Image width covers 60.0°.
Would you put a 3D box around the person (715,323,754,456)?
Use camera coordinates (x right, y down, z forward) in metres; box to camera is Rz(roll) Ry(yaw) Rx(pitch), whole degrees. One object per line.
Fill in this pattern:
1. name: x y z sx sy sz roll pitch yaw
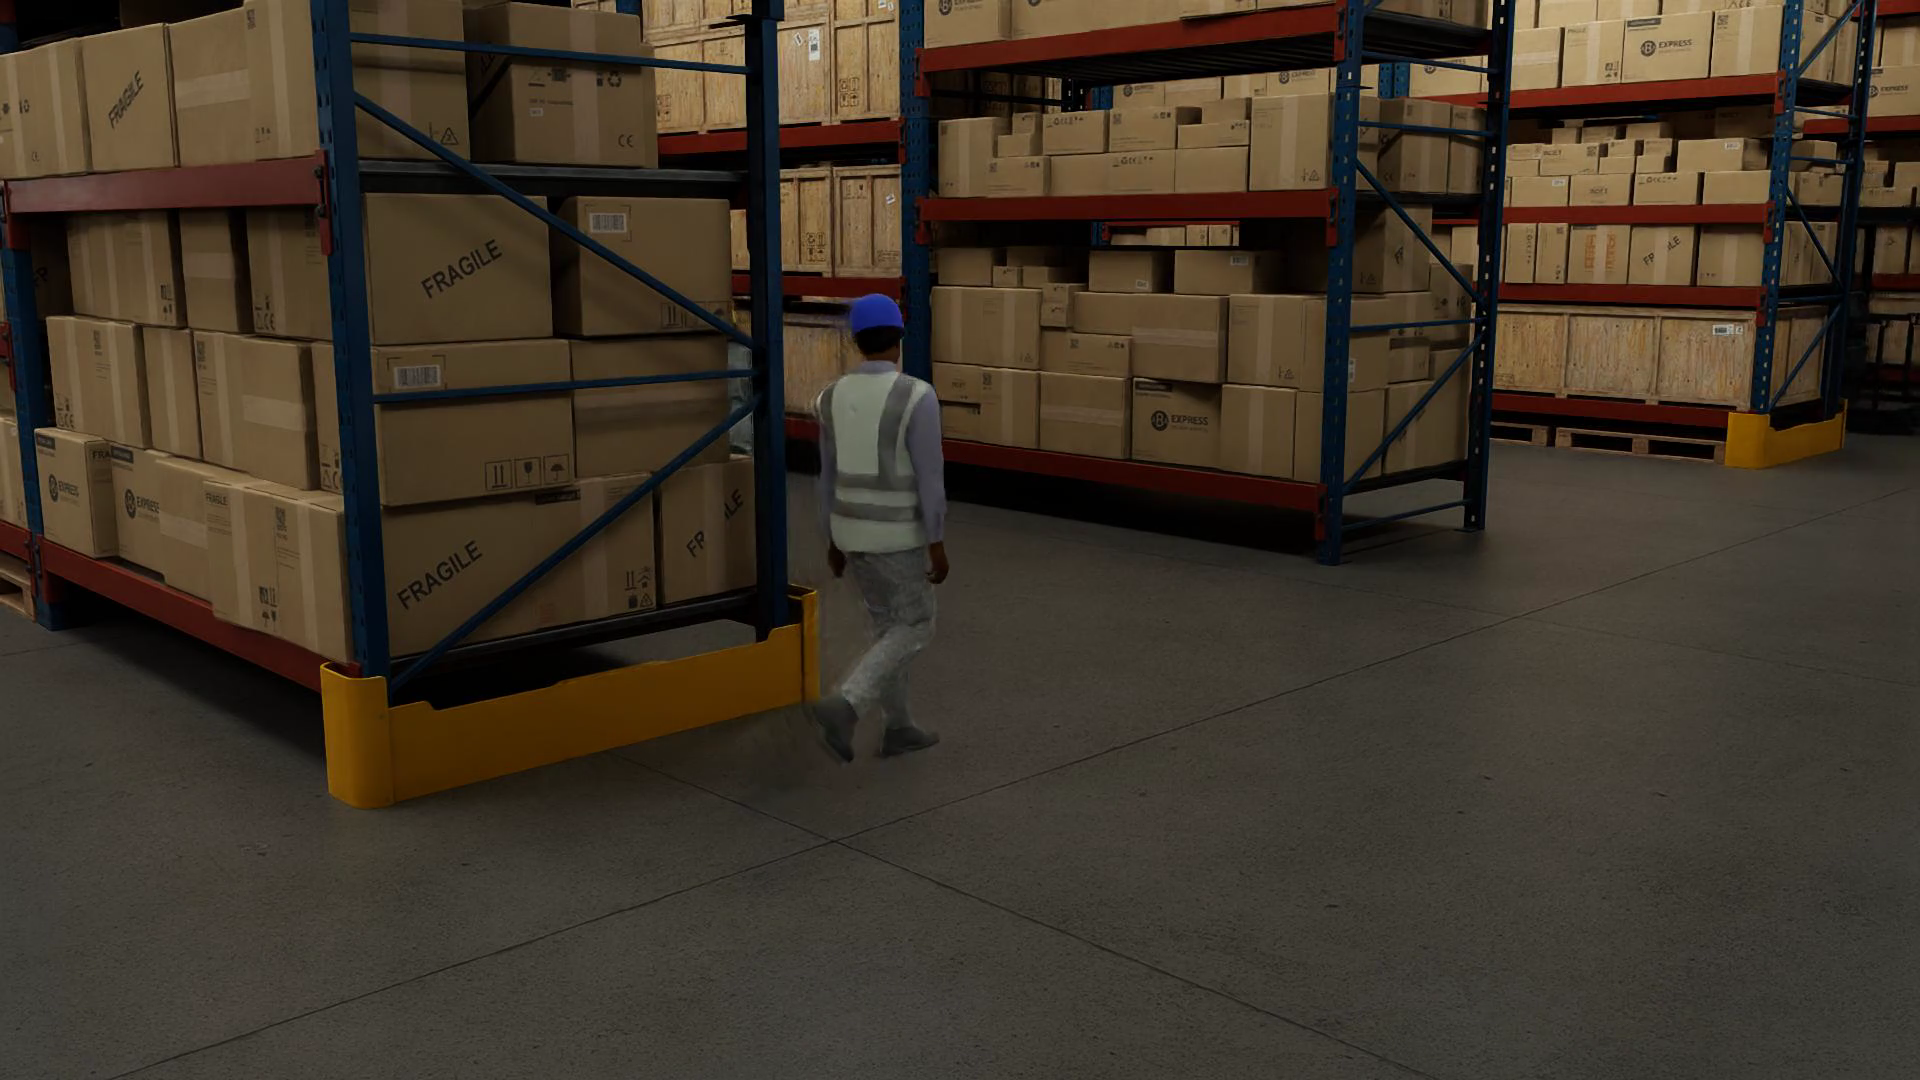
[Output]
1. person: -1.536 -0.681 10.744 0.504 1.720 0.704 -5 12 -26

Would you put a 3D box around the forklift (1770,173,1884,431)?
1. forklift: 9.635 -2.720 18.686 1.129 2.768 1.873 -10 14 -44

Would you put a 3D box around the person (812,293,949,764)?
1. person: -0.349 -0.019 6.626 0.629 1.905 0.678 9 14 42
